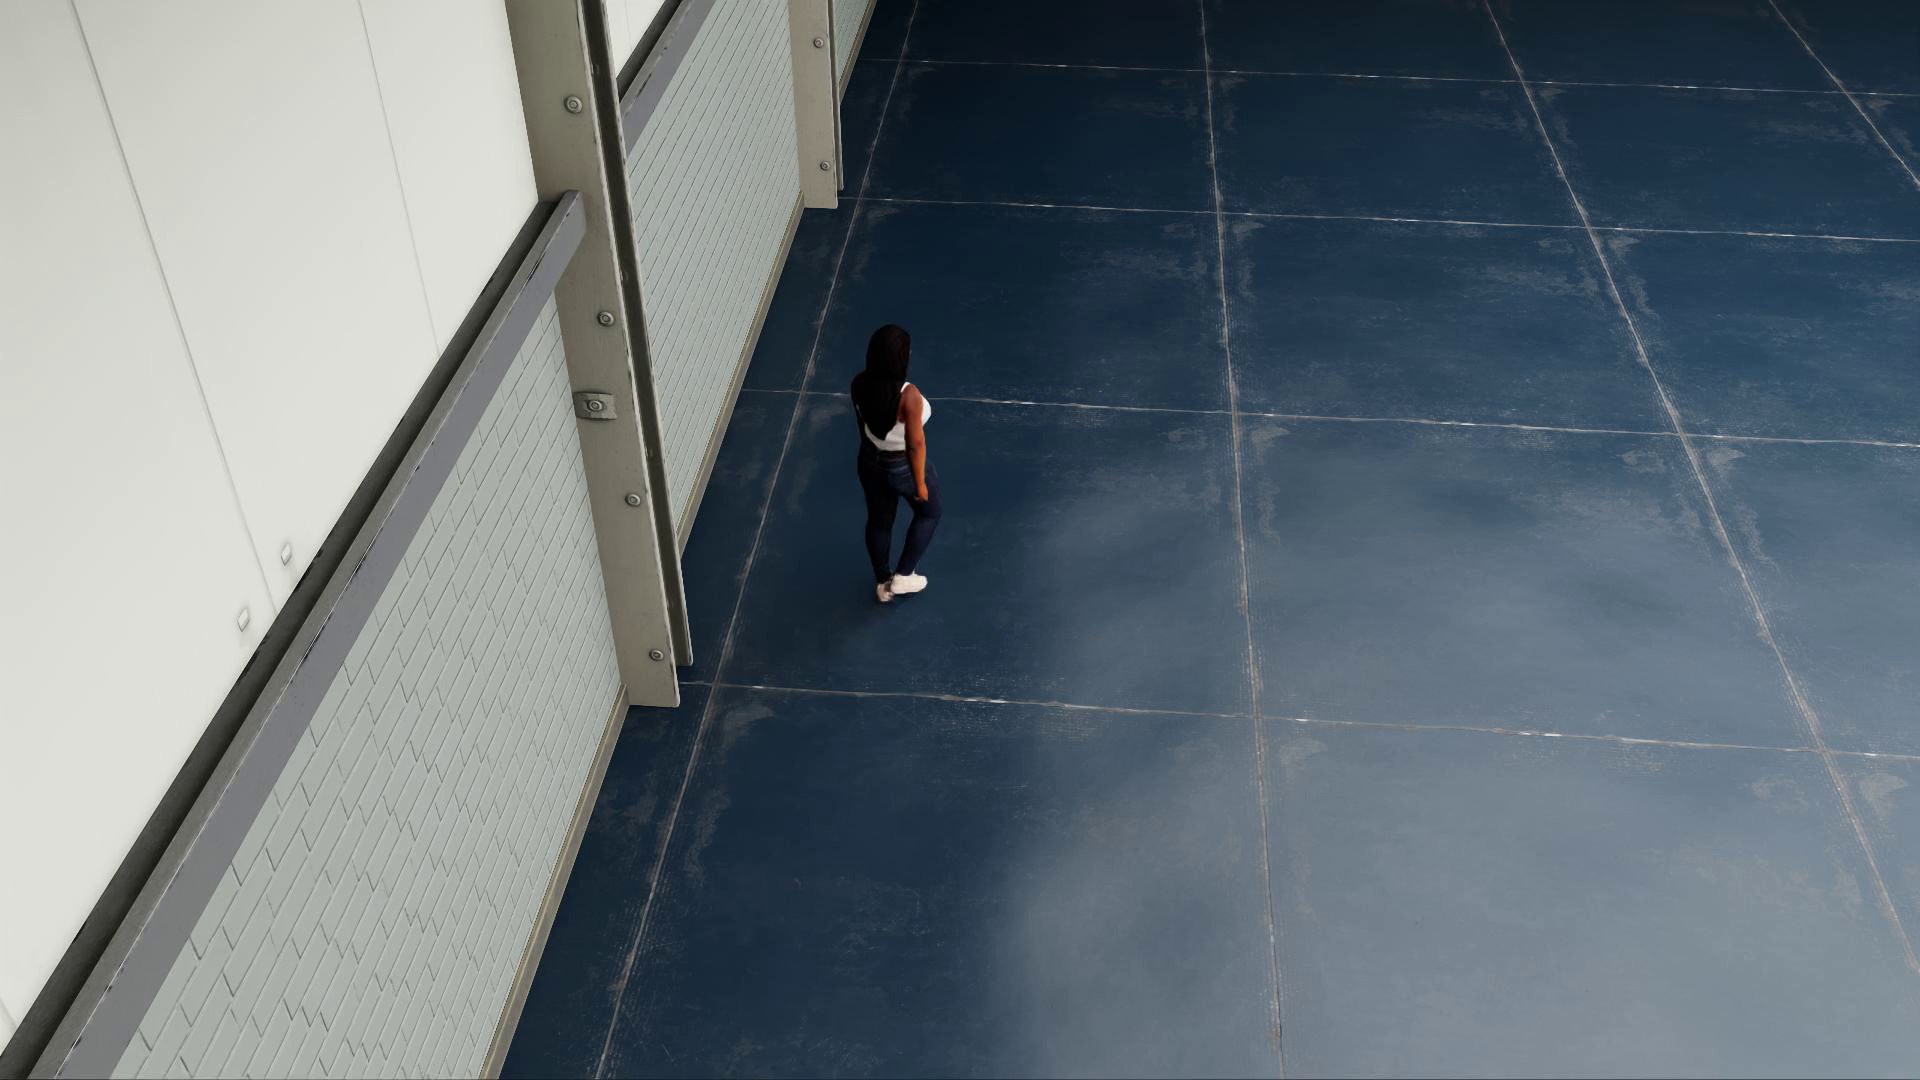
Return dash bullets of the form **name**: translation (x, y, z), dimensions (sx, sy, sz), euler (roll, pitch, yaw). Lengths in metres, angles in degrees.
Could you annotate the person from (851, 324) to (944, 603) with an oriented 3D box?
- **person**: translation (-0.425, -0.351, 9.304), dimensions (0.782, 1.798, 0.808), euler (24, 44, 27)
